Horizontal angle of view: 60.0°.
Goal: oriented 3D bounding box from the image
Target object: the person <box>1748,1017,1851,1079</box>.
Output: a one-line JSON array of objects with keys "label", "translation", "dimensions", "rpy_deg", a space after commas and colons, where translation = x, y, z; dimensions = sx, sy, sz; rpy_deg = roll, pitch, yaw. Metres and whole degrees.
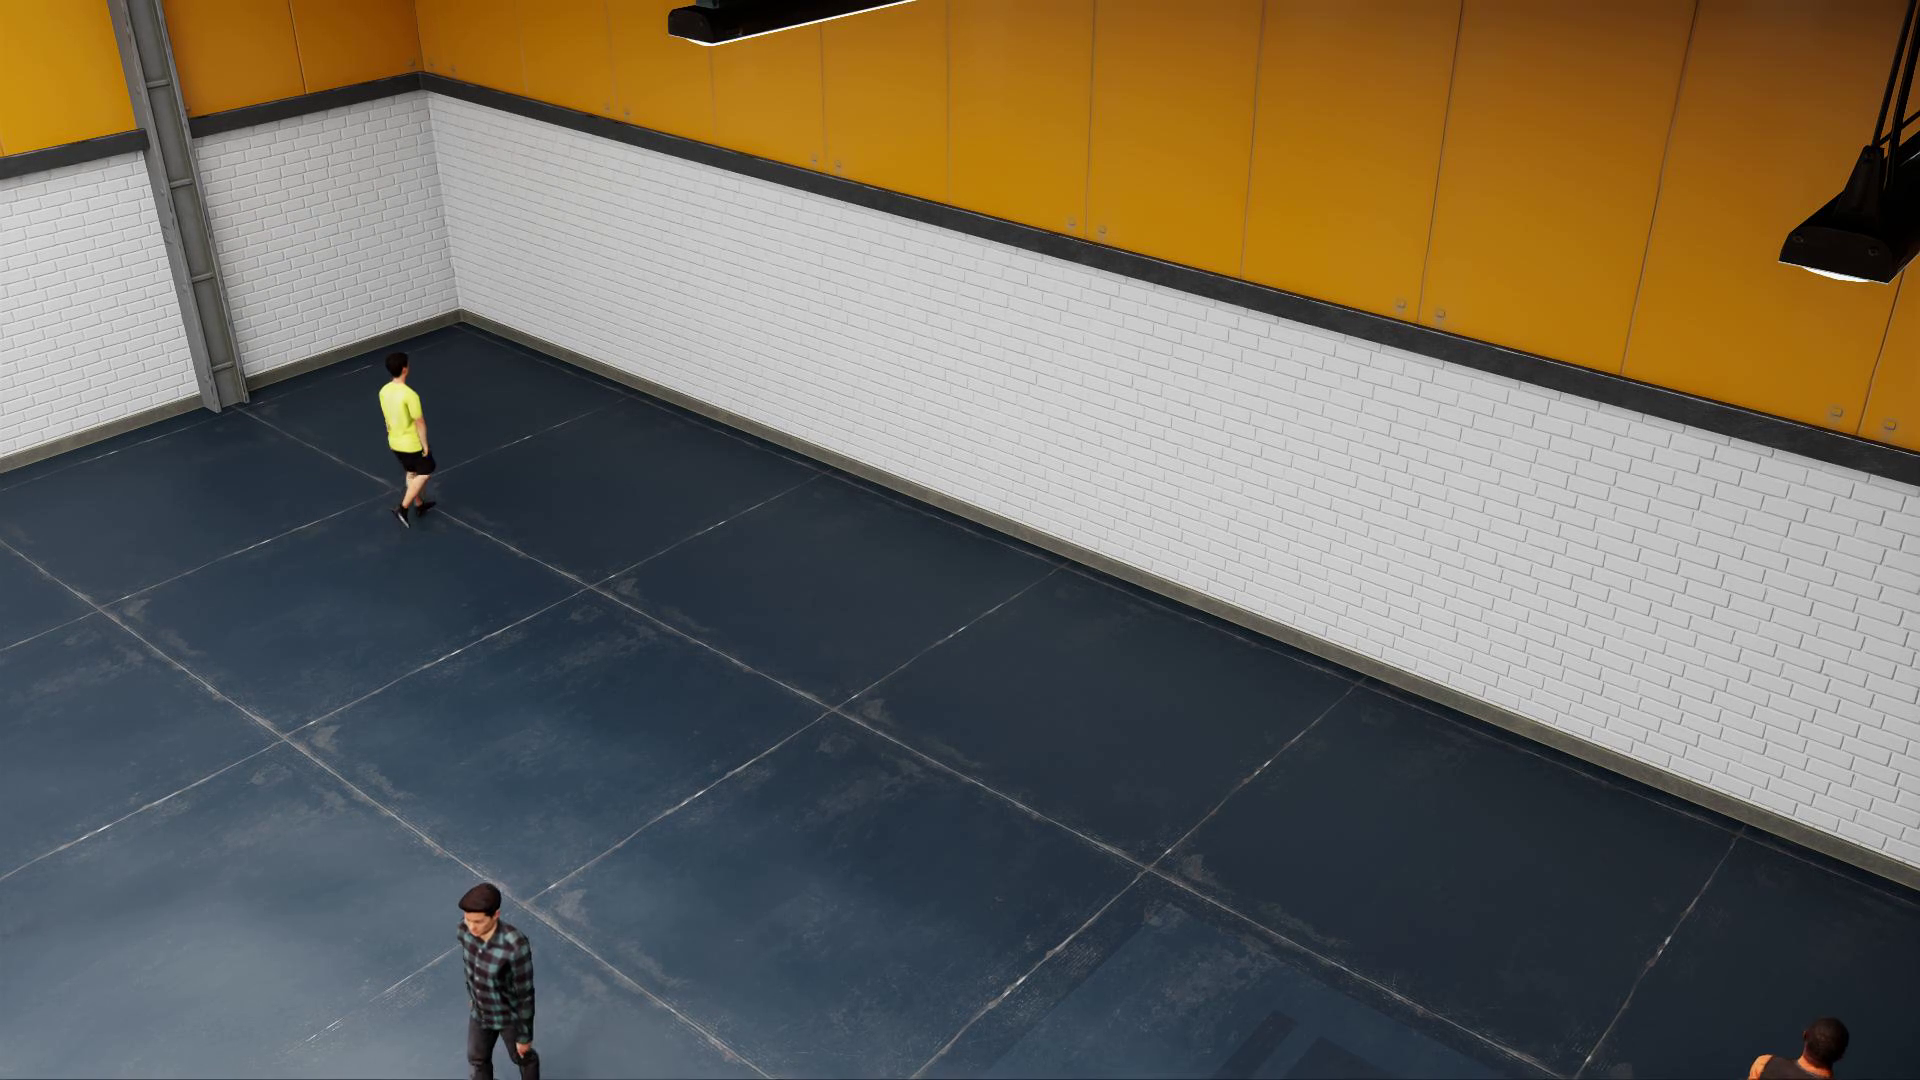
[{"label": "person", "translation": [3.882, 3.096, 7.960], "dimensions": [0.719, 1.885, 0.903], "rpy_deg": [23, 36, 35]}]

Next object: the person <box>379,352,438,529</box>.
[{"label": "person", "translation": [-5.191, -0.902, 15.490], "dimensions": [0.757, 1.692, 0.958], "rpy_deg": [13, 31, 22]}]

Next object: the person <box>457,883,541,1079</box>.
[{"label": "person", "translation": [-2.491, 2.499, 9.136], "dimensions": [0.823, 1.708, 0.885], "rpy_deg": [14, 31, 23]}]
